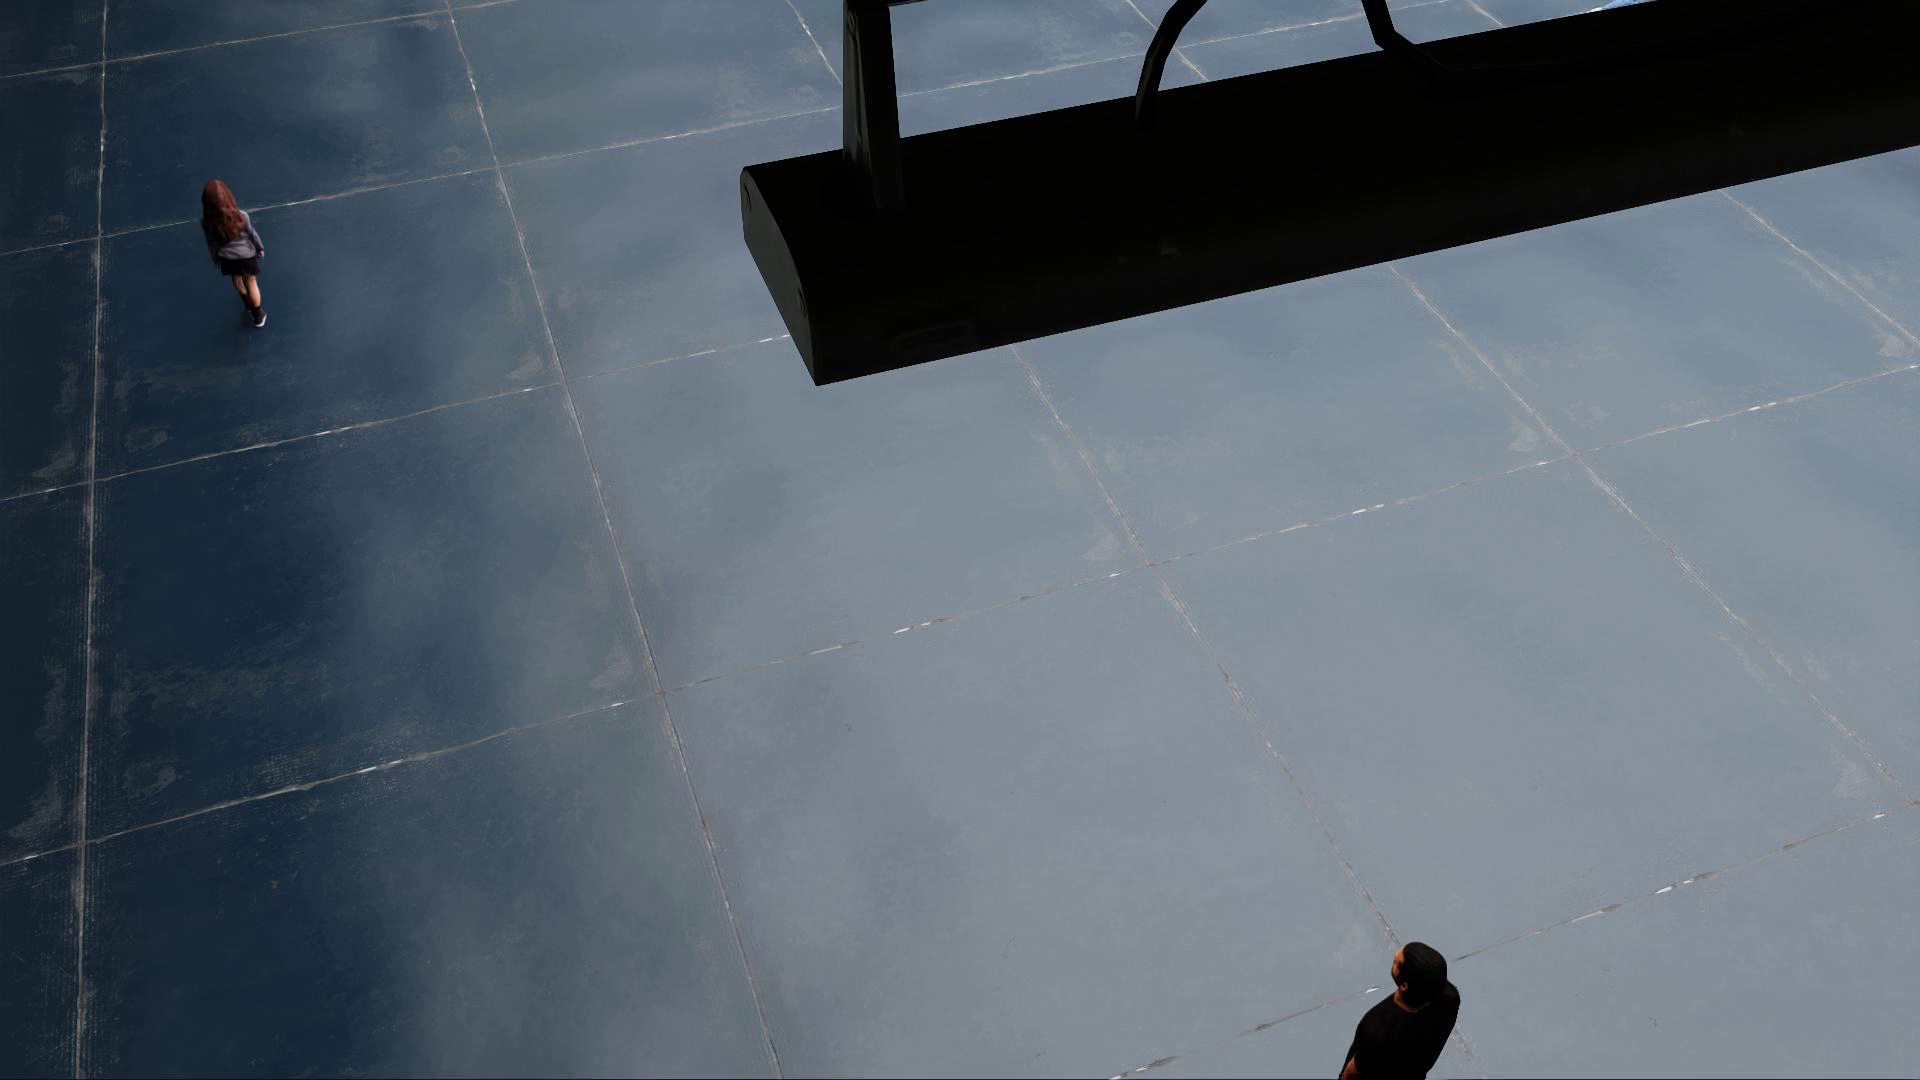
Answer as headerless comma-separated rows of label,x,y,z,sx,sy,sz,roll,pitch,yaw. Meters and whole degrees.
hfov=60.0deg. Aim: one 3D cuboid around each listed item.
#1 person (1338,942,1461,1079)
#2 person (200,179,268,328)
person,1.690,2.194,6.526,0.886,1.742,1.116,-31,51,-29
person,-4.988,-1.948,11.434,0.513,1.096,0.582,-9,44,-10
